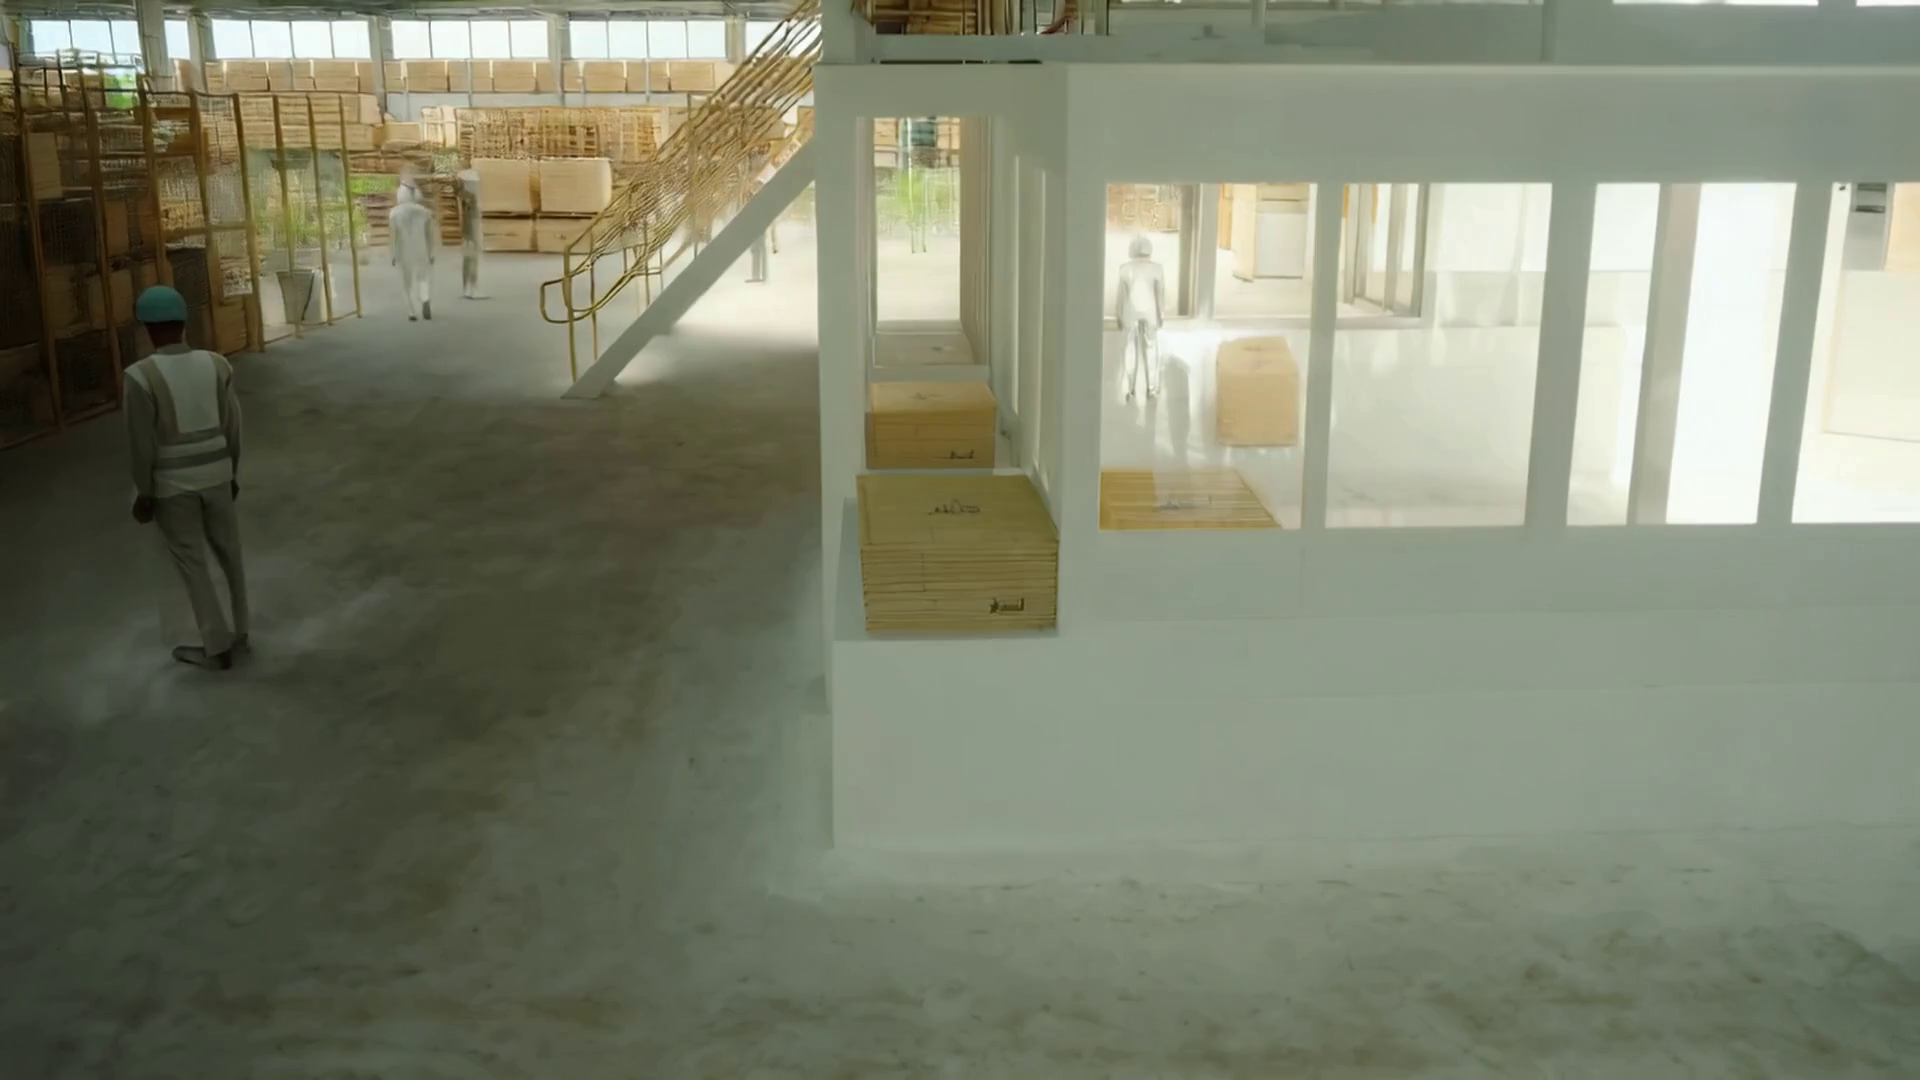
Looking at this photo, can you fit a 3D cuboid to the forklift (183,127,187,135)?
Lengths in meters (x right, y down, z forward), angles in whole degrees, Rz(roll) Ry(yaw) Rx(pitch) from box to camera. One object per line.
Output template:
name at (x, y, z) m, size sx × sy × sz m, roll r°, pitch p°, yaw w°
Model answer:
forklift at (-39.098, -19.497, 83.259) m, size 1.129 × 2.768 × 1.873 m, roll -1°, pitch 14°, yaw -2°

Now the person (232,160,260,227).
person at (-17.119, -8.145, 39.892) m, size 0.579 × 1.891 × 0.503 m, roll -9°, pitch 17°, yaw -32°

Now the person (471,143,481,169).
person at (-22.262, -17.241, 76.275) m, size 0.867 × 1.876 × 0.650 m, roll 3°, pitch 14°, yaw 13°

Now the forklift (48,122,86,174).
forklift at (-37.768, -16.203, 70.094) m, size 1.129 × 2.768 × 1.873 m, roll -1°, pitch 14°, yaw -2°

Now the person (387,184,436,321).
person at (-7.686, -4.020, 23.358) m, size 0.634 × 1.926 × 0.493 m, roll -6°, pitch 15°, yaw -24°

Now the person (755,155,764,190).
person at (-5.950, -10.453, 49.253) m, size 0.820 × 1.824 × 0.537 m, roll -8°, pitch 16°, yaw -30°

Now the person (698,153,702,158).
person at (-12.191, -17.400, 77.102) m, size 0.878 × 1.794 × 0.582 m, roll 1°, pitch 14°, yaw 5°

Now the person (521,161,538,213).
person at (-10.450, -8.250, 40.357) m, size 0.429 × 1.866 × 0.598 m, roll 0°, pitch 14°, yaw 2°

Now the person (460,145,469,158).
person at (-22.225, -16.829, 74.803) m, size 0.764 × 1.788 × 0.660 m, roll -2°, pitch 14°, yaw -8°

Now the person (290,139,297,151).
person at (-36.653, -21.150, 91.777) m, size 0.379 × 1.937 × 0.548 m, roll 11°, pitch 18°, yaw 36°

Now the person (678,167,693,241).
person at (-6.458, -7.939, 39.351) m, size 0.444 × 1.759 × 0.525 m, roll 9°, pitch 17°, yaw 32°

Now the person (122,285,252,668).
person at (-3.945, -0.316, 8.485) m, size 0.395 × 1.949 × 0.602 m, roll 8°, pitch 16°, yaw 29°

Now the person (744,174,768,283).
person at (-3.578, -5.470, 29.123) m, size 0.355 × 1.930 × 0.587 m, roll 9°, pitch 17°, yaw 32°

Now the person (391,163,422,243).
person at (-10.563, -6.188, 31.767) m, size 0.551 × 2.000 × 0.701 m, roll 3°, pitch 14°, yaw 11°

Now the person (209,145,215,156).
person at (-34.340, -17.215, 76.077) m, size 0.604 × 1.920 × 0.499 m, roll -1°, pitch 14°, yaw -5°

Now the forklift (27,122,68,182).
forklift at (-35.376, -14.773, 64.377) m, size 1.129 × 2.768 × 1.873 m, roll -1°, pitch 14°, yaw -2°

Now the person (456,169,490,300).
person at (-7.755, -4.845, 26.400) m, size 0.395 × 2.040 × 0.609 m, roll -10°, pitch 17°, yaw -34°
